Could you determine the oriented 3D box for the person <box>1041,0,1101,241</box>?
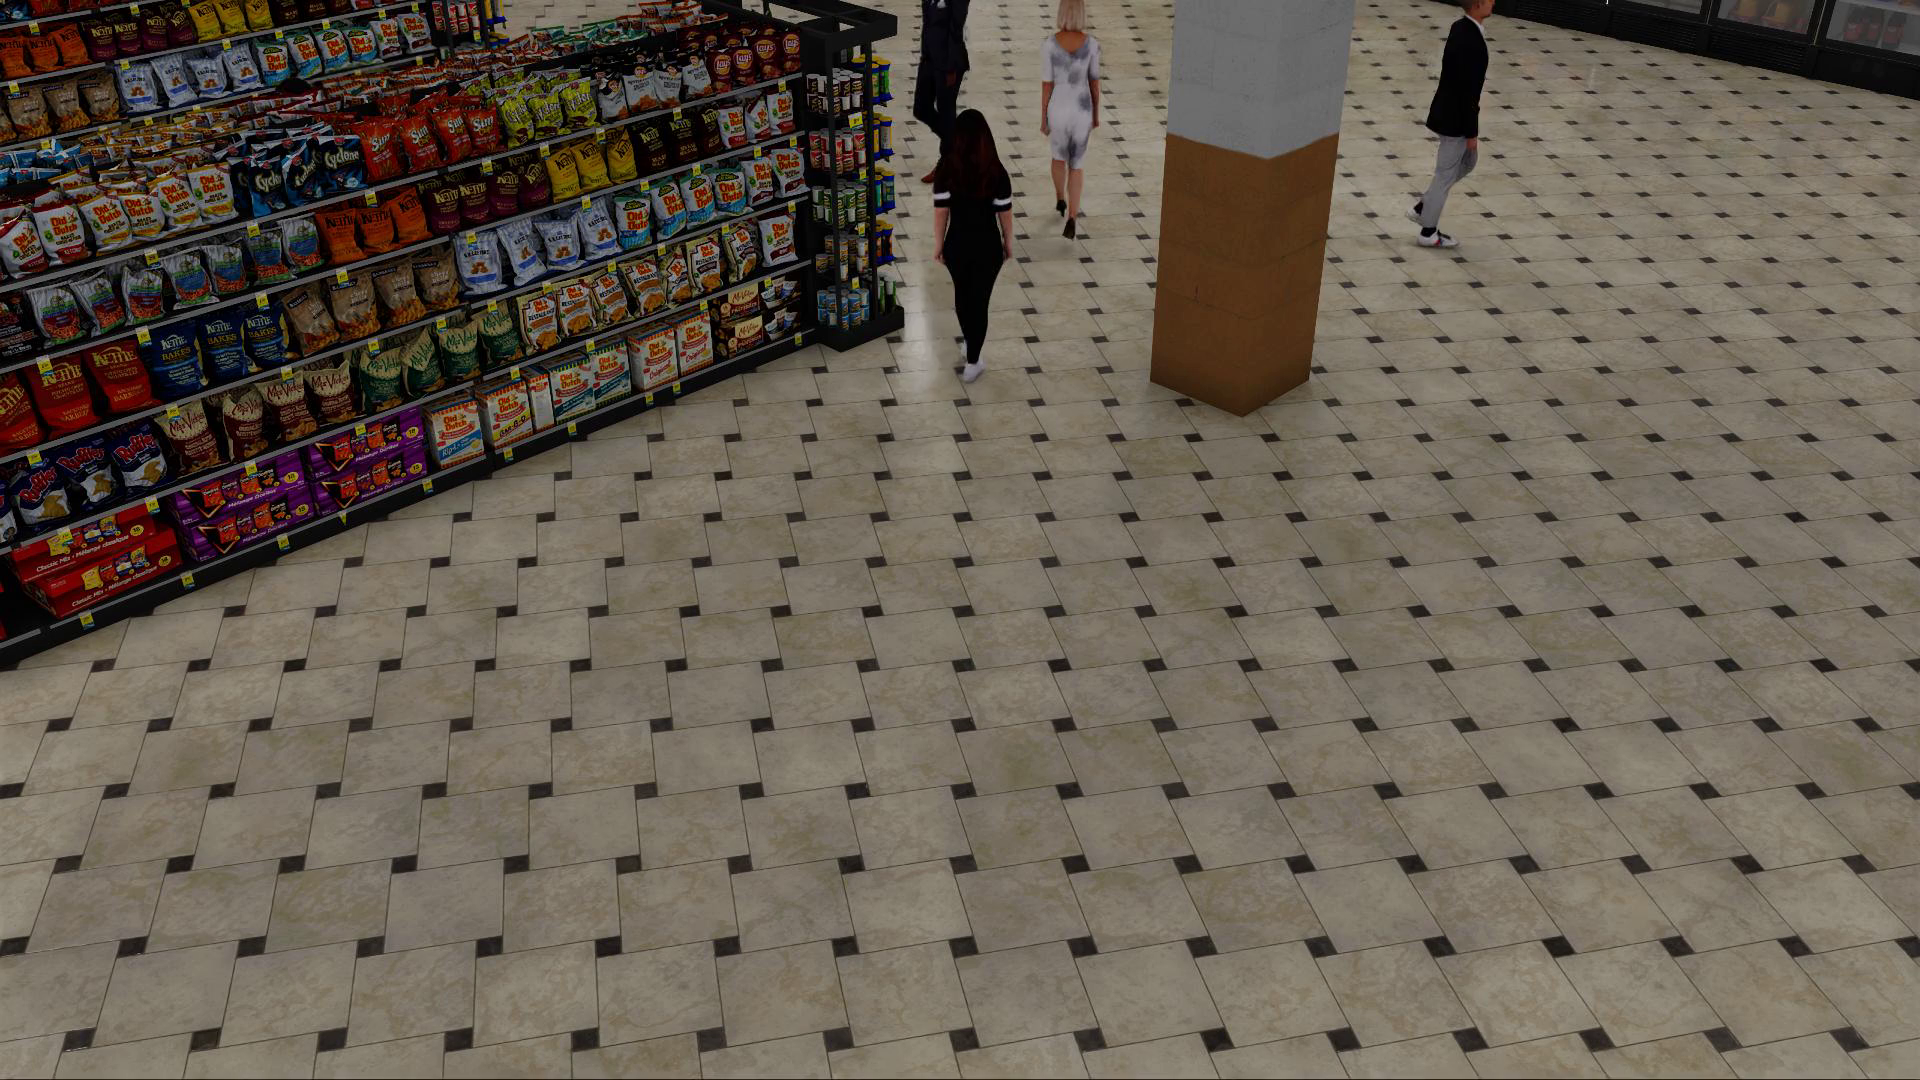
[{"bbox_3d":[0.779,-2.953,11.748,1.049,1.710,1.140,1,32,2],"label":"person"}]

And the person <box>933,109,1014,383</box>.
[{"bbox_3d":[0.061,-1.694,9.808,0.767,1.622,0.820,4,32,7],"label":"person"}]

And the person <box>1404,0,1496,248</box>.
[{"bbox_3d":[3.341,-2.964,11.548,0.925,1.940,0.842,4,32,7],"label":"person"}]

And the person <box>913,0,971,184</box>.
[{"bbox_3d":[-0.077,-3.679,12.821,0.765,1.809,0.741,-21,37,-30],"label":"person"}]
